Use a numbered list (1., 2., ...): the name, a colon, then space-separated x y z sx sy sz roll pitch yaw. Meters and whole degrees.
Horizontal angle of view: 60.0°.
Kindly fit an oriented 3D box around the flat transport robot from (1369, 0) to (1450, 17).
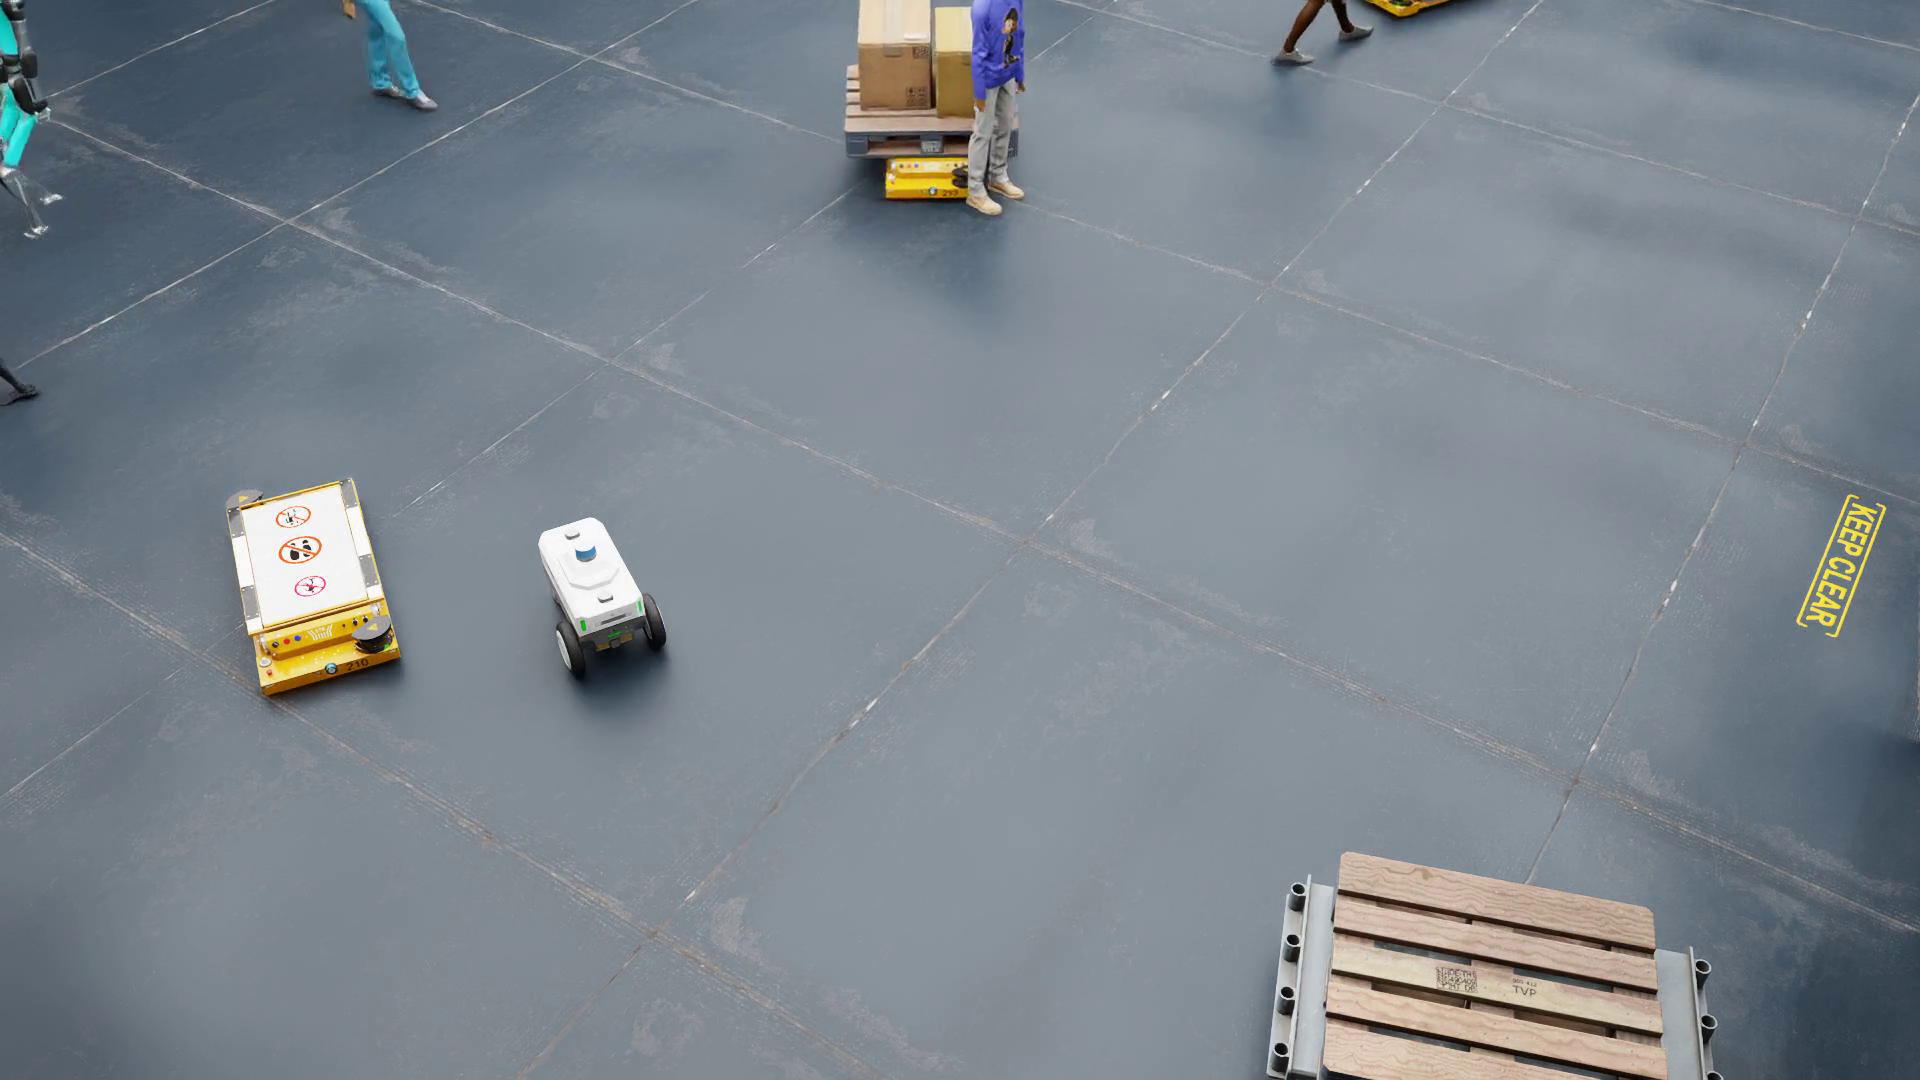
1. flat transport robot: 4.072 -4.798 14.148 1.431 0.231 0.659 -21 46 -22

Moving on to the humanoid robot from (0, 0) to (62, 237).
1. humanoid robot: -6.336 -2.850 10.894 0.530 1.800 0.801 29 49 28

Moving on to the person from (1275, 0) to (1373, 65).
1. person: 2.915 -4.593 12.723 0.990 1.870 0.566 -15 44 -17

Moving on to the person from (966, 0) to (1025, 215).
1. person: 0.266 -3.053 11.005 0.375 1.867 0.467 30 50 29

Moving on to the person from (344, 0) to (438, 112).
1. person: -4.181 -4.033 12.124 0.759 1.816 0.584 10 43 11

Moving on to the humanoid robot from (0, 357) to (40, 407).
1. humanoid robot: -5.798 -1.397 9.300 0.664 1.637 0.602 -15 44 -17

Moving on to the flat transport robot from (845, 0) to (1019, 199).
1. flat transport robot: -0.208 -2.907 12.032 0.659 0.231 1.431 -1 42 -1

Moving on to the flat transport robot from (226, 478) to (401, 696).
1. flat transport robot: -3.355 0.180 8.578 0.659 0.231 1.431 -16 44 -18

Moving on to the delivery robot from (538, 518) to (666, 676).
1. delivery robot: -1.828 0.239 8.287 0.499 0.581 0.774 -19 45 -20
